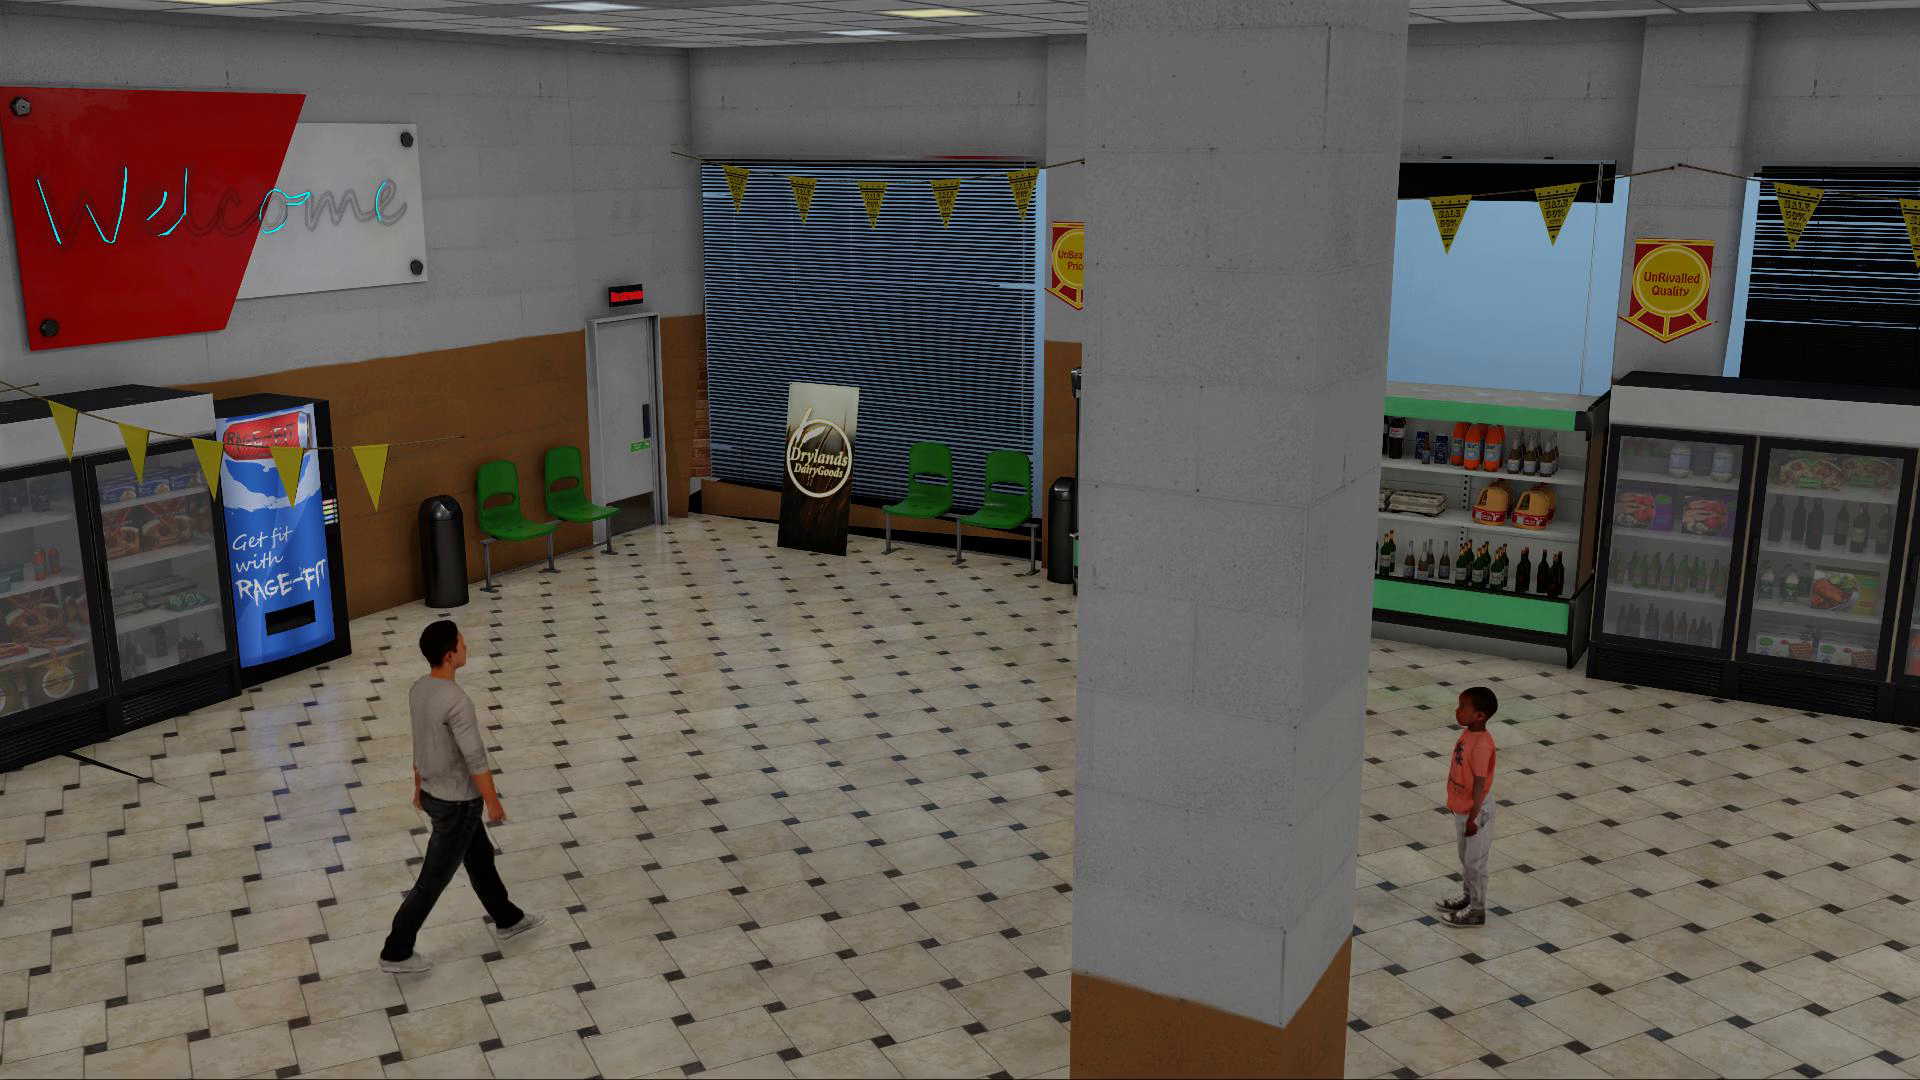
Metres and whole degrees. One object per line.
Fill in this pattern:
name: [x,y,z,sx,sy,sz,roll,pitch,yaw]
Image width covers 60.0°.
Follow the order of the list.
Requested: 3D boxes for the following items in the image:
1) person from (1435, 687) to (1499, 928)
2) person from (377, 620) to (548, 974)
person: [2.734,1.405,8.827,0.587,1.310,0.550,0,14,1]
person: [-2.602,1.315,8.229,0.973,1.767,1.179,-12,18,-41]
